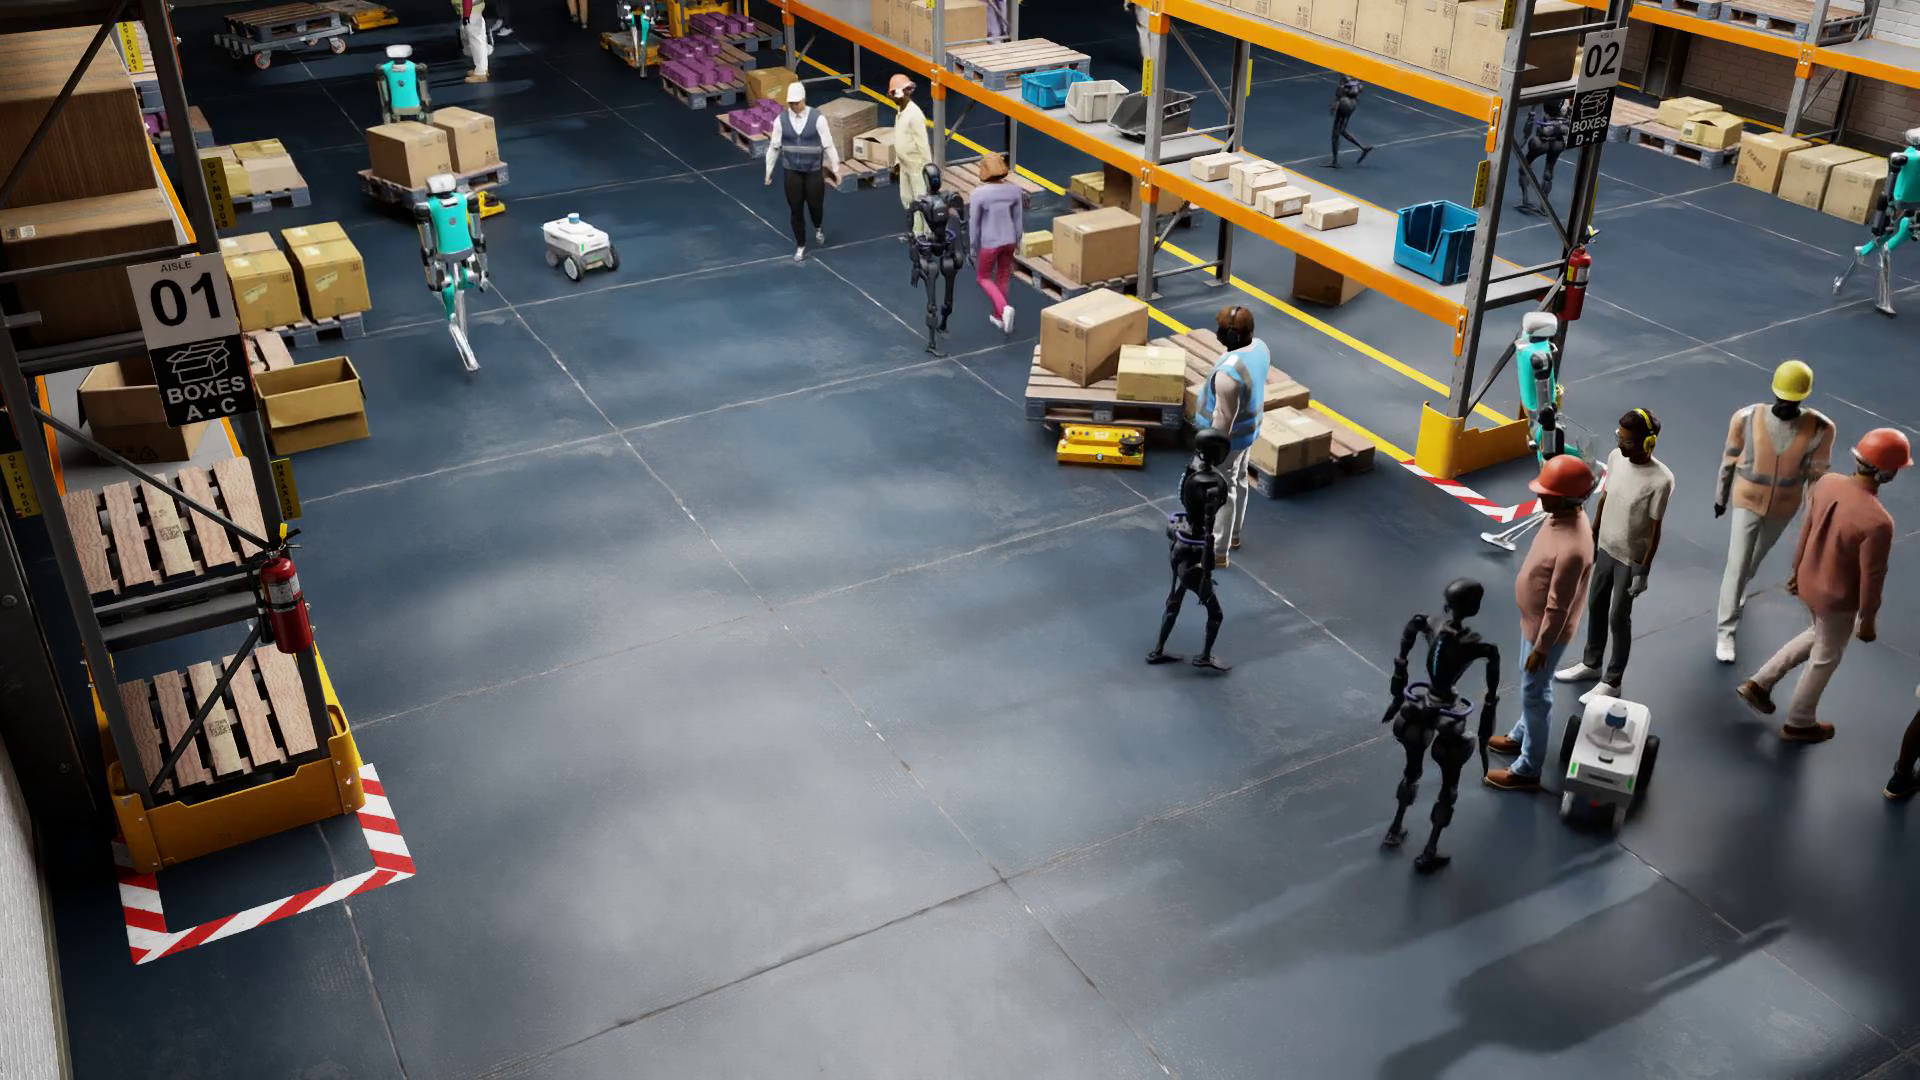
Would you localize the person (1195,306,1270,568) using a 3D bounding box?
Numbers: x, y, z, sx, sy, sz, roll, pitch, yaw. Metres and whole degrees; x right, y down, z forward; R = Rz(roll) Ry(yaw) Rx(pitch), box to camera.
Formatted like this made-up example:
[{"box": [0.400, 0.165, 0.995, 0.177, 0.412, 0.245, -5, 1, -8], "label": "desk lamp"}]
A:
[{"box": [1.769, -0.689, 11.034, 0.429, 1.842, 0.625, 15, 33, 24], "label": "person"}]

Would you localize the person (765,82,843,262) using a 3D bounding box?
[{"box": [-1.520, -3.587, 16.174, 0.776, 1.740, 0.473, 2, 30, 3], "label": "person"}]

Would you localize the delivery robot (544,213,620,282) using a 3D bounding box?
[{"box": [-3.691, -2.842, 16.090, 0.814, 0.614, 0.499, 26, 39, 38], "label": "delivery robot"}]

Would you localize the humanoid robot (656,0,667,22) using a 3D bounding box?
[{"box": [-4.614, -8.601, 24.973, 0.726, 1.845, 0.533, -17, 34, -27], "label": "humanoid robot"}]

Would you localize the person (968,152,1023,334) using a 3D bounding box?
[{"box": [0.346, -2.552, 14.492, 0.517, 1.610, 0.586, -13, 32, -21], "label": "person"}]

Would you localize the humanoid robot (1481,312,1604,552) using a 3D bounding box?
[{"box": [4.081, -0.676, 11.116, 0.968, 1.741, 0.543, 2, 30, 3], "label": "humanoid robot"}]

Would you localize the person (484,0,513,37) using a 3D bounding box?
[{"box": [-6.815, -8.307, 24.296, 0.533, 1.833, 0.395, 17, 34, 27], "label": "person"}]

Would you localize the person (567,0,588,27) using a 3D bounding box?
[{"box": [-5.759, -8.564, 24.837, 0.592, 1.728, 0.405, -7, 31, -13], "label": "person"}]

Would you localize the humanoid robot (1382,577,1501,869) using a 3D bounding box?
[{"box": [2.413, 0.916, 8.400, 0.612, 1.651, 0.309, 25, 38, 36], "label": "humanoid robot"}]

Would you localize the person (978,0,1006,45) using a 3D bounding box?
[{"box": [0.340, -6.687, 21.458, 0.785, 1.866, 0.398, 26, 39, 37], "label": "person"}]

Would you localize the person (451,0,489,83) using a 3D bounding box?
[{"box": [-6.519, -7.032, 22.074, 0.429, 1.844, 0.623, -3, 30, -5], "label": "person"}]

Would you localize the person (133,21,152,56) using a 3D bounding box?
[{"box": [-10.692, -6.871, 21.721, 0.509, 1.922, 0.634, 8, 31, 14], "label": "person"}]

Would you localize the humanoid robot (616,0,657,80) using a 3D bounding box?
[{"box": [-4.291, -7.026, 22.200, 0.562, 1.732, 1.061, -4, 30, -8], "label": "humanoid robot"}]

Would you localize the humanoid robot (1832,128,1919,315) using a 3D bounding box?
[{"box": [8.323, -2.913, 15.046, 0.573, 1.818, 0.906, -3, 30, -5], "label": "humanoid robot"}]

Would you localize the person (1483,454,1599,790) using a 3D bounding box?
[{"box": [3.119, 0.436, 8.931, 0.396, 1.985, 0.614, 7, 31, 12], "label": "person"}]

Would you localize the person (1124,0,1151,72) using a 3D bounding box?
[{"box": [2.537, -7.388, 22.669, 0.613, 1.861, 0.898, -3, 30, -4], "label": "person"}]

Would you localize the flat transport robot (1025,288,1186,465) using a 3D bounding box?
[{"box": [1.147, -0.999, 13.148, 0.659, 0.231, 1.431, 4, 30, 7], "label": "flat transport robot"}]

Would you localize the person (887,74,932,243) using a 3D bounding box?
[{"box": [-0.447, -3.699, 16.408, 0.394, 1.702, 0.710, -13, 32, -21], "label": "person"}]

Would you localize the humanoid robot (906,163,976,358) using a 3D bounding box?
[{"box": [-0.154, -2.421, 14.240, 0.612, 1.638, 0.608, -12, 32, -20], "label": "humanoid robot"}]

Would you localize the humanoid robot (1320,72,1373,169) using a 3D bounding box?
[{"box": [4.411, -4.987, 18.691, 0.531, 1.643, 0.584, 13, 32, 21], "label": "humanoid robot"}]

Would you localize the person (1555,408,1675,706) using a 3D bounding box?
[{"box": [3.816, 0.093, 9.661, 0.352, 1.856, 0.523, -11, 32, -18], "label": "person"}]

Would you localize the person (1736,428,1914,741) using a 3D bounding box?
[{"box": [4.845, 0.278, 9.212, 0.463, 1.976, 0.610, -2, 30, -3], "label": "person"}]

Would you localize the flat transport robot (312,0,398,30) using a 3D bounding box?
[{"box": [-9.261, -8.043, 25.411, 1.431, 0.231, 0.659, 25, 38, 36], "label": "flat transport robot"}]

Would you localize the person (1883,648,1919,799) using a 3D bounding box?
[{"box": [5.305, 0.627, 8.635, 0.389, 1.950, 0.616, -19, 35, -29], "label": "person"}]

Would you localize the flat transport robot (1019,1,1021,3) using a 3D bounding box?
[{"box": [0.444, -8.853, 26.820, 0.659, 0.231, 1.431, -9, 31, -15], "label": "flat transport robot"}]

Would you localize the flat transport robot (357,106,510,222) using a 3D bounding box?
[{"box": [-5.587, -3.668, 17.795, 1.431, 0.231, 0.659, 22, 37, 34], "label": "flat transport robot"}]

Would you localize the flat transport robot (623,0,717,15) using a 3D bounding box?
[{"box": [-4.584, -8.432, 26.088, 1.431, 0.231, 0.659, -10, 31, -17], "label": "flat transport robot"}]

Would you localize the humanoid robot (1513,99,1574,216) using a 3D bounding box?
[{"box": [6.122, -4.219, 17.340, 0.601, 1.645, 0.368, -9, 31, -16], "label": "humanoid robot"}]

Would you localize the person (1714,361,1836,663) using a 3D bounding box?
[{"box": [4.960, -0.260, 10.257, 0.580, 1.873, 1.032, 9, 31, 15], "label": "person"}]

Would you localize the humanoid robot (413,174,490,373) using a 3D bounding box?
[{"box": [-4.214, -2.227, 13.796, 0.548, 1.732, 0.987, -18, 35, -29], "label": "humanoid robot"}]

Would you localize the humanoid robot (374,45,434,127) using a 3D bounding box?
[{"box": [-5.778, -4.371, 17.591, 0.555, 1.821, 0.780, -4, 30, -7], "label": "humanoid robot"}]

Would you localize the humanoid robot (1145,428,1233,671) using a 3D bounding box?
[{"box": [1.414, 0.054, 9.908, 0.511, 1.642, 0.605, -3, 30, -5], "label": "humanoid robot"}]

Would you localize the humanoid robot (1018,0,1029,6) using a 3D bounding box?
[{"box": [0.965, -9.269, 26.129, 0.309, 1.654, 0.601, -8, 31, -14], "label": "humanoid robot"}]

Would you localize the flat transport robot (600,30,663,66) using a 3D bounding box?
[{"box": [-4.566, -6.978, 23.556, 0.659, 0.231, 1.431, -15, 33, -25], "label": "flat transport robot"}]

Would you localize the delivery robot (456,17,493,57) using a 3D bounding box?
[{"box": [-6.924, -7.227, 23.701, 0.523, 0.592, 0.763, -7, 31, -12], "label": "delivery robot"}]

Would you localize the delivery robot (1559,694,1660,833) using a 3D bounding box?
[{"box": [3.542, 1.171, 9.095, 0.499, 0.605, 0.788, 14, 33, 23], "label": "delivery robot"}]
